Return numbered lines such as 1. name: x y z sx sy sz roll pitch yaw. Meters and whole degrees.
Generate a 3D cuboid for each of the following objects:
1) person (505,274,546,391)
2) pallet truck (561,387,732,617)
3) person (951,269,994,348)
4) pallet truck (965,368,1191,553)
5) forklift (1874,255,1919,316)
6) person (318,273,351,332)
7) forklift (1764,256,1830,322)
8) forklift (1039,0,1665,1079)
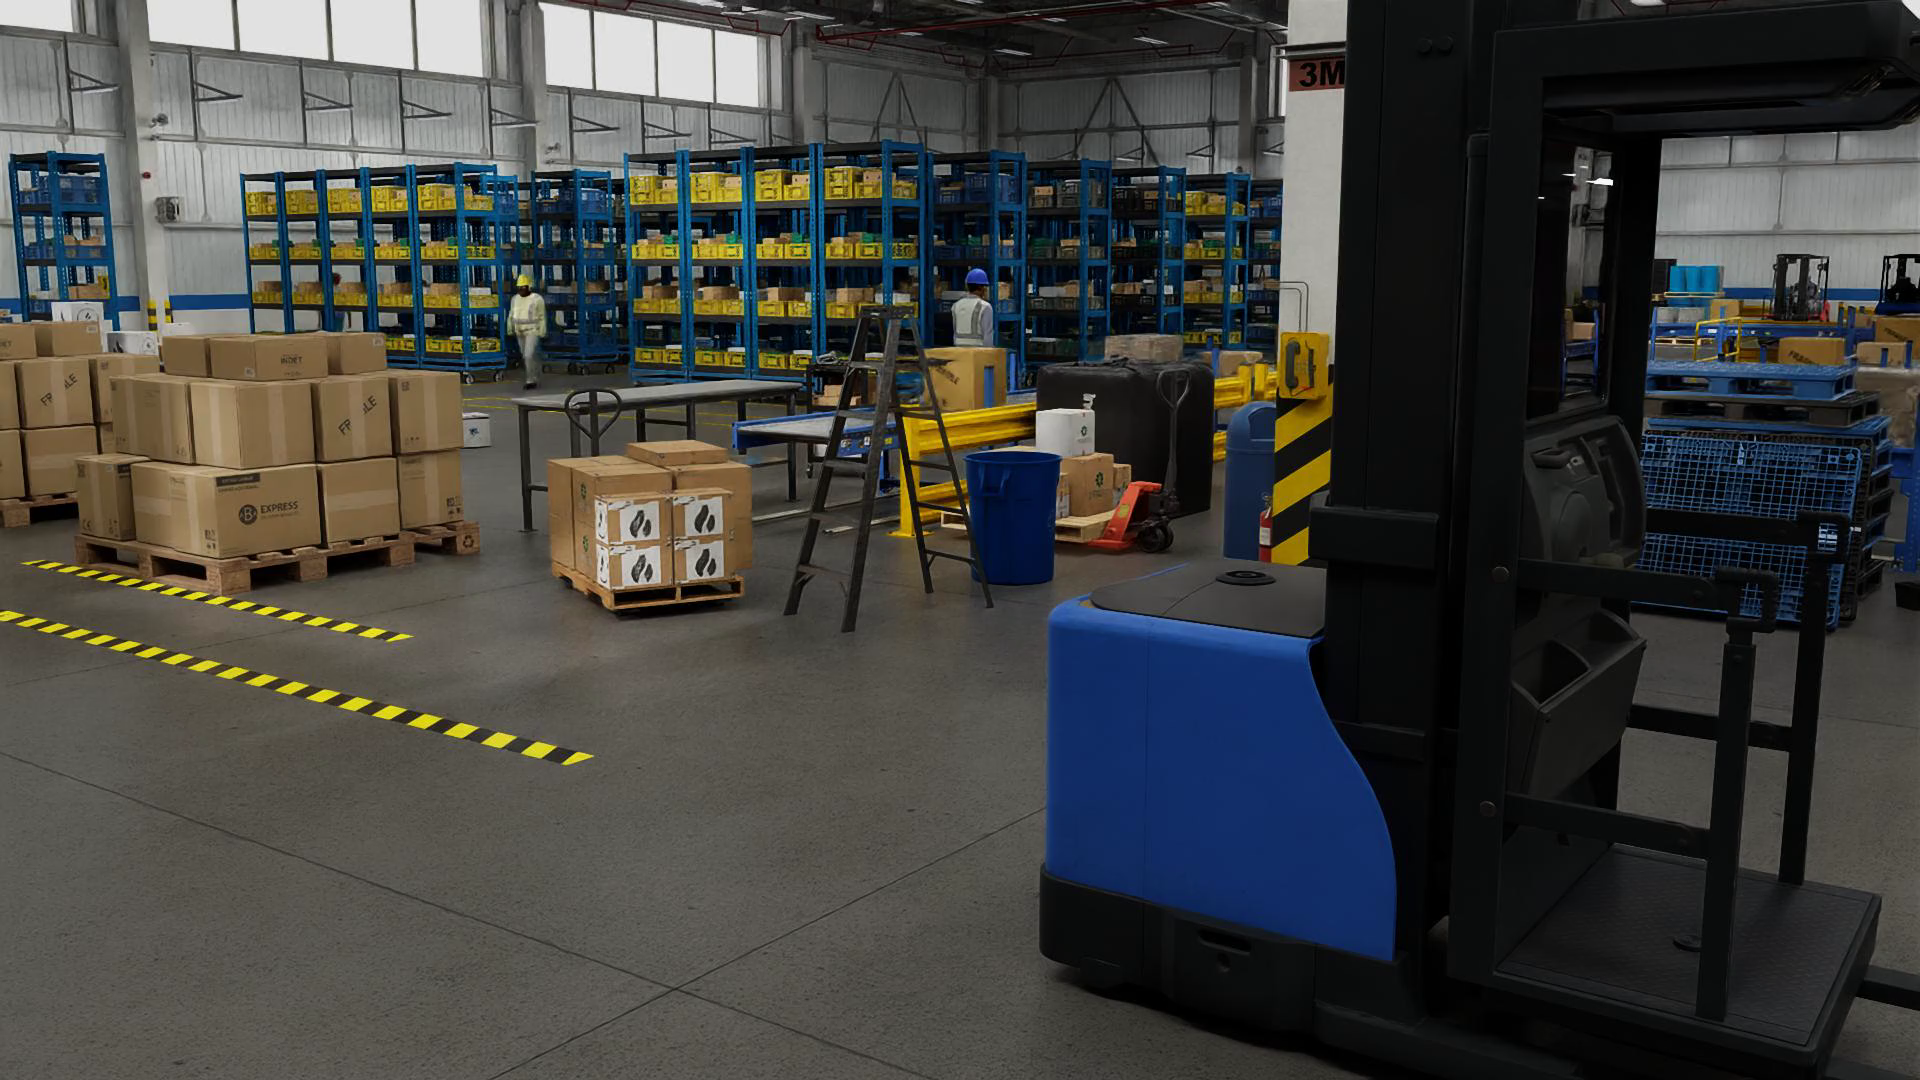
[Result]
1. person: -6.820 -3.226 25.967 0.615 1.806 0.723 4 10 24
2. pallet truck: -1.981 -0.274 10.088 0.680 1.201 1.601 -5 11 -28
3. person: 0.158 -2.021 18.399 0.425 1.938 0.603 -9 13 -42
4. pallet truck: 0.845 -0.609 11.869 1.630 1.274 0.653 7 12 35
5. forklift: 22.089 -5.634 38.796 1.157 1.987 2.680 6 11 33
6. person: -12.184 -4.300 32.365 0.575 1.803 0.923 -1 10 -6
7. forklift: 20.253 -5.854 40.139 1.157 1.987 2.680 7 12 35
8. forklift: 1.249 -0.137 4.360 1.873 2.768 1.129 7 12 35
